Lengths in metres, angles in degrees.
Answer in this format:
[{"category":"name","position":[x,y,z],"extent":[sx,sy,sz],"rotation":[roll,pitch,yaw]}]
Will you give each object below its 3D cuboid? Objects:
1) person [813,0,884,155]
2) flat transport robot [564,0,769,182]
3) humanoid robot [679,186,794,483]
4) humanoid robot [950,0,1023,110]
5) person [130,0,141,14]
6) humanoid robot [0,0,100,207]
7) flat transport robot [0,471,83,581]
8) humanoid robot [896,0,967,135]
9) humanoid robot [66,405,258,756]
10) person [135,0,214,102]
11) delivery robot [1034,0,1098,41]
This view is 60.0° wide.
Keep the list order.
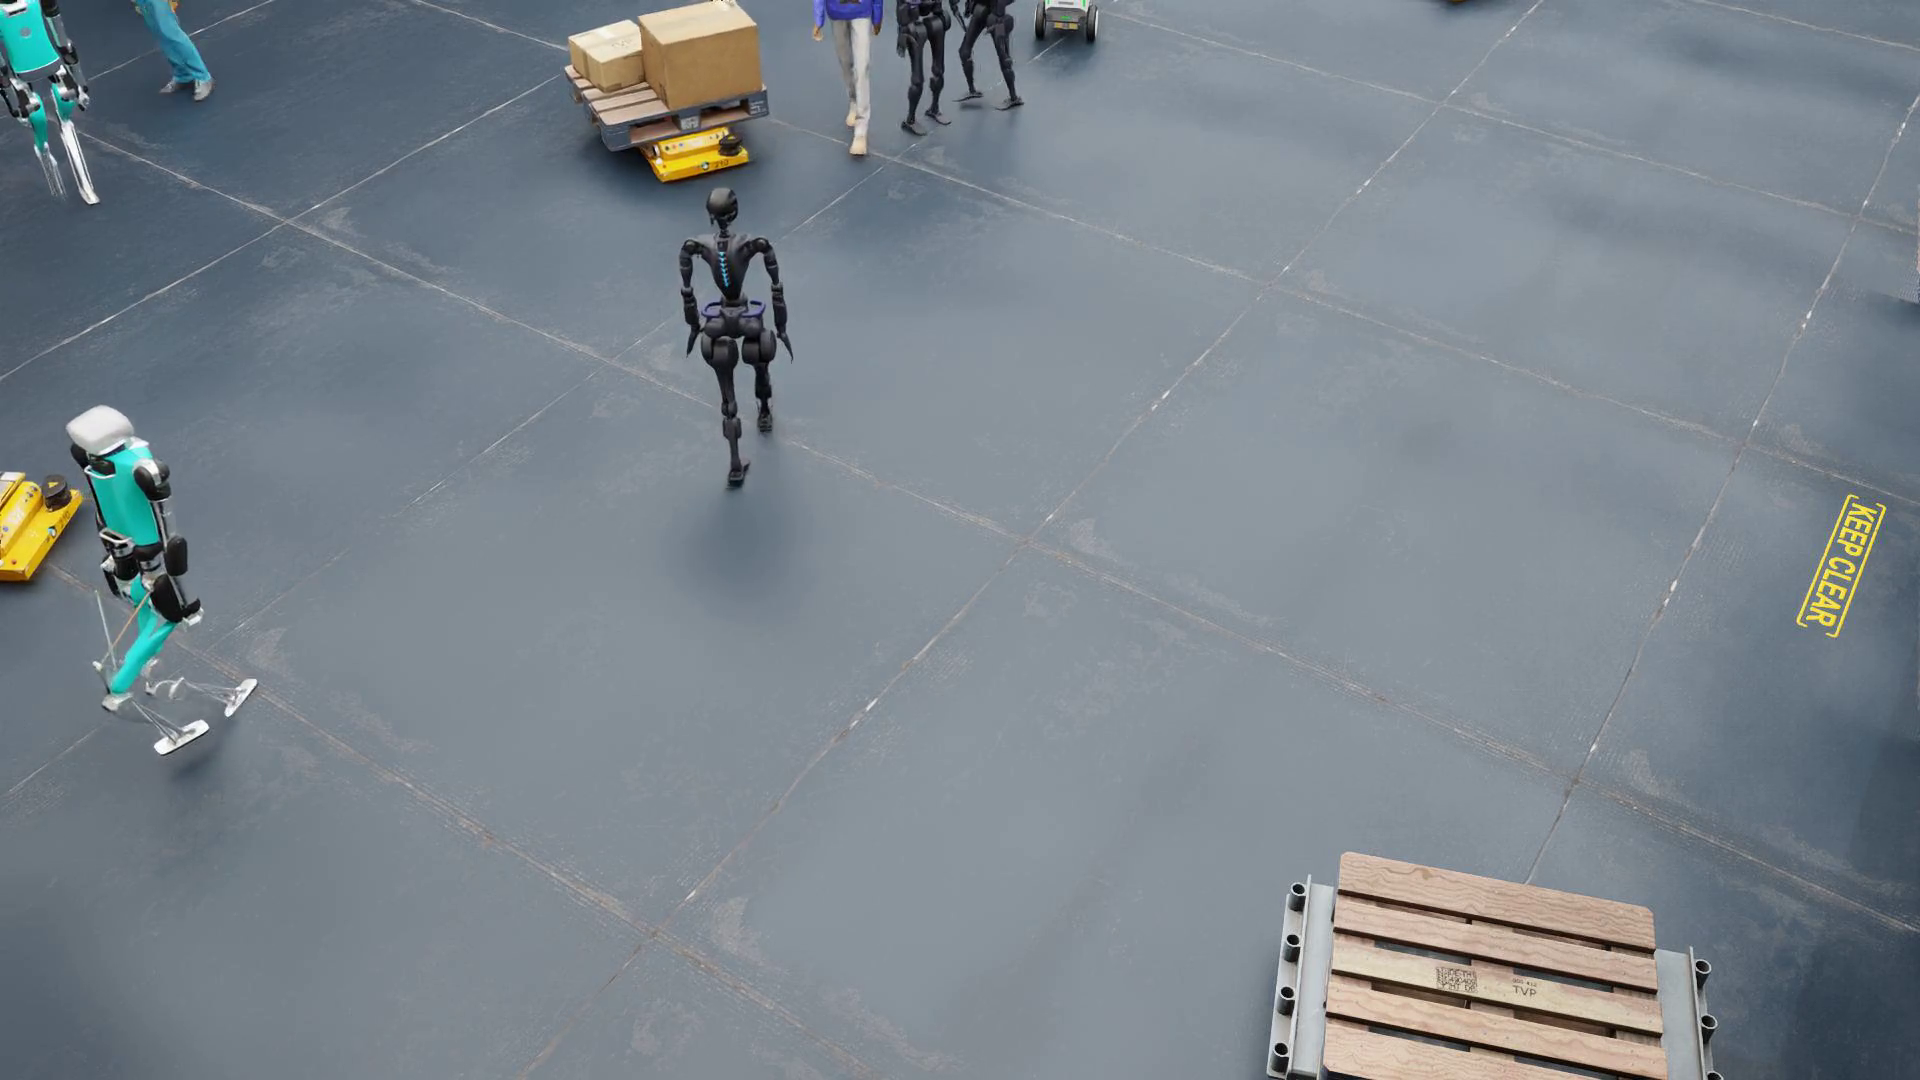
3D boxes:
[{"category":"person","position":[-0.791,-3.686,11.733],"extent":[0.479,1.836,0.815],"rotation":[4,42,5]},{"category":"flat transport robot","position":[-2.127,-3.094,12.241],"extent":[0.659,0.231,1.431],"rotation":[-19,45,-20]},{"category":"humanoid robot","position":[-1.211,-1.136,9.034],"extent":[0.599,1.617,0.746],"rotation":[1,42,1]},{"category":"humanoid robot","position":[0.212,-3.886,12.092],"extent":[0.597,1.617,0.595],"rotation":[-21,46,-22]},{"category":"person","position":[-6.799,-5.155,13.438],"extent":[0.320,1.747,0.475],"rotation":[-20,46,-21]},{"category":"humanoid robot","position":[-6.103,-2.941,11.038],"extent":[0.546,1.880,0.763],"rotation":[-31,51,-30]},{"category":"flat transport robot","position":[-5.546,-0.087,8.877],"extent":[1.431,0.231,0.659],"rotation":[2,42,2]},{"category":"humanoid robot","position":[-0.226,-3.749,11.917],"extent":[0.593,1.654,0.330],"rotation":[-30,50,-29]},{"category":"humanoid robot","position":[-3.699,0.311,7.351],"extent":[0.573,1.783,0.850],"rotation":[22,46,23]},{"category":"person","position":[-5.951,-4.133,12.264],"extent":[0.606,1.816,0.384],"rotation":[21,46,22]},{"category":"delivery robot","position":[0.891,-4.418,13.507],"extent":[0.499,0.592,0.774],"rotation":[6,42,6]}]
